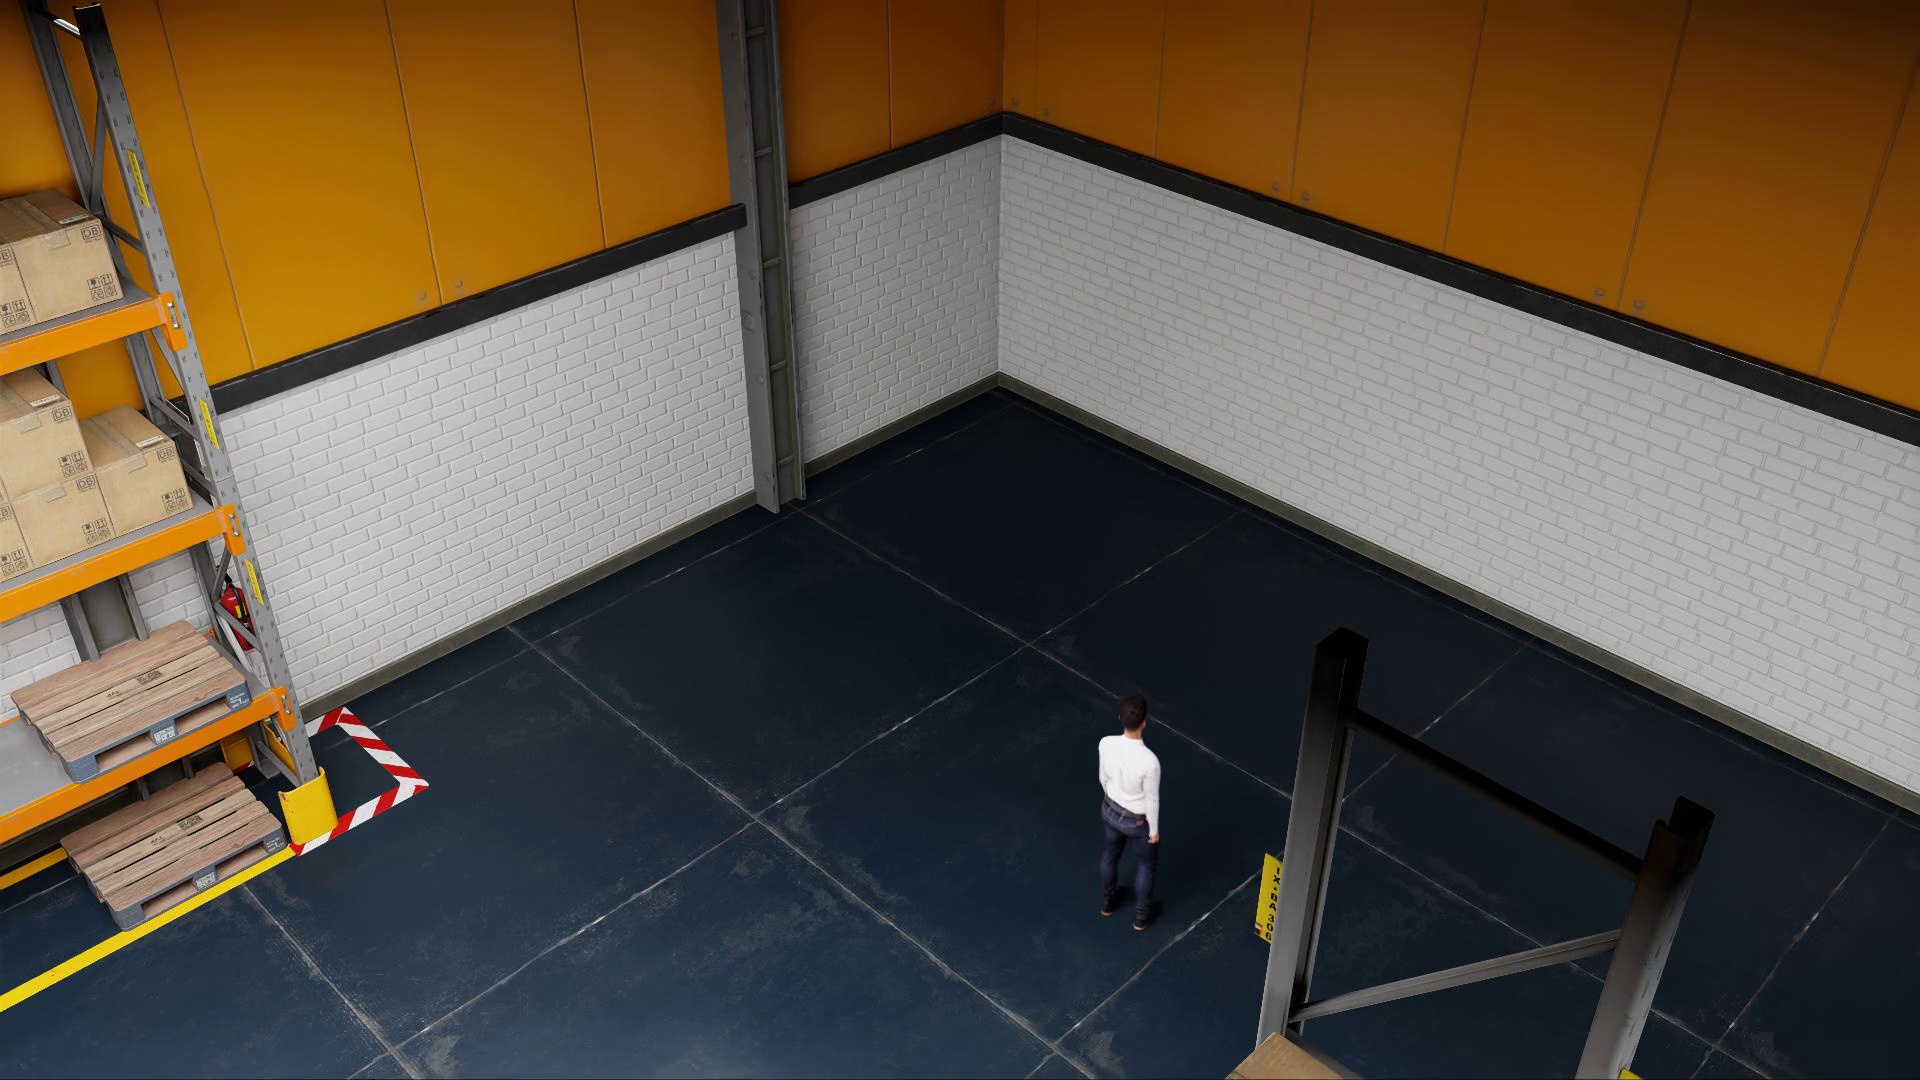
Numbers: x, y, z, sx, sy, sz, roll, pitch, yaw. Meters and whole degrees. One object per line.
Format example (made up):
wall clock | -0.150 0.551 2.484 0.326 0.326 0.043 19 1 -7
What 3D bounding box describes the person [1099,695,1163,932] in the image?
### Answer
person | 1.086 1.831 11.049 0.669 1.863 0.649 25 41 32
